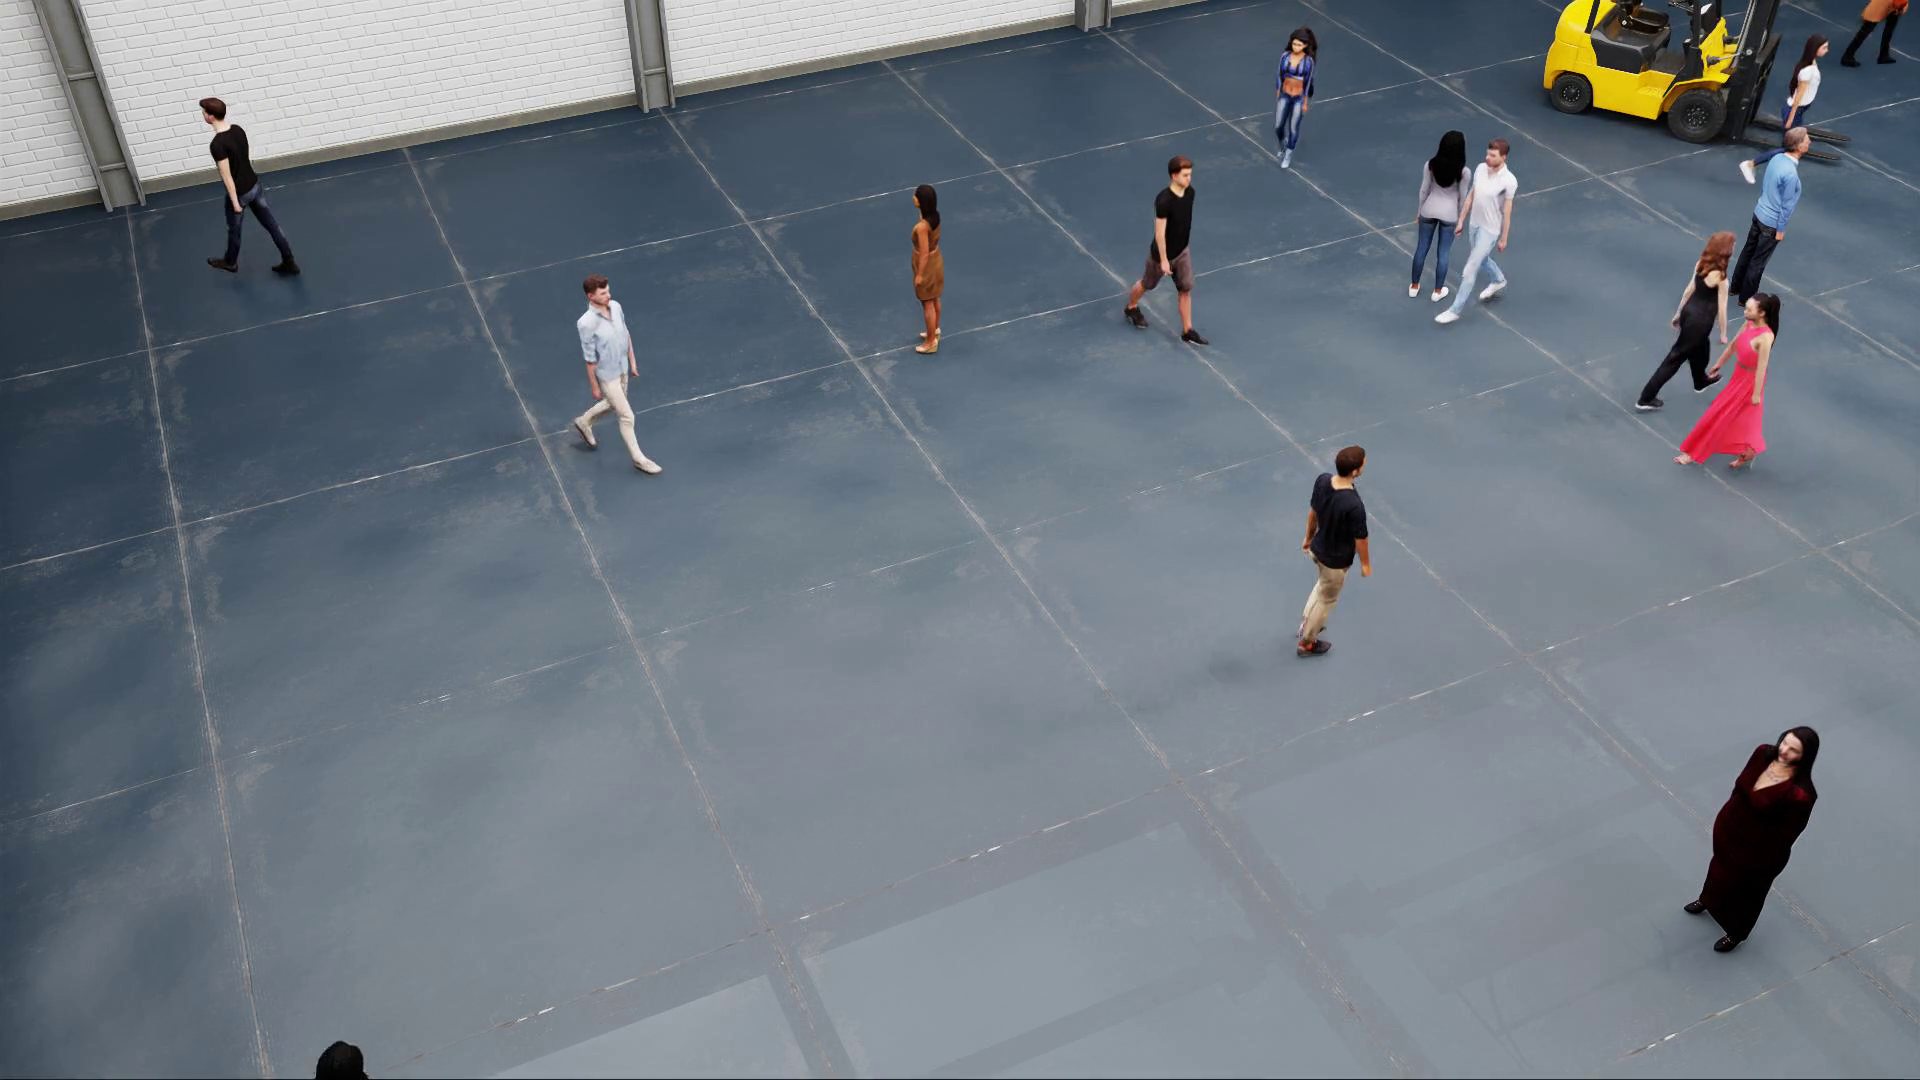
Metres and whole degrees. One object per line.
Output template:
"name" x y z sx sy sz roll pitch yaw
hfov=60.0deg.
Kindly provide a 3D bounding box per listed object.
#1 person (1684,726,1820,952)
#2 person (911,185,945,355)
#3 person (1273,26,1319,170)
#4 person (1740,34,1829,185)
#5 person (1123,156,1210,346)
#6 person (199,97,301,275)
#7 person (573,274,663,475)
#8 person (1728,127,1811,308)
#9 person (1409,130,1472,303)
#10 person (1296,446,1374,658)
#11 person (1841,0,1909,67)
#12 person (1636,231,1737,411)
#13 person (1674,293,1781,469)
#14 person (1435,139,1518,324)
"person" 4.761 1.756 9.938 0.656 1.759 0.704 -9 39 -11
"person" -0.296 -2.501 15.325 0.681 1.690 0.645 8 39 10
"person" 3.713 -4.903 18.395 0.743 1.611 0.789 18 42 22
"person" 8.858 -4.577 17.866 0.894 1.761 0.851 17 42 20
"person" 1.874 -2.727 15.499 1.214 1.826 0.926 -28 46 -30
"person" -6.957 -3.421 16.343 1.224 1.855 1.108 10 40 12
"person" -2.975 -1.410 13.855 1.166 1.818 1.169 17 42 20
"person" 7.798 -3.118 15.990 0.723 1.823 0.738 0 39 0
"person" 4.629 -3.128 16.074 0.684 1.735 0.711 19 42 22
"person" 2.590 0.130 11.911 0.600 1.837 0.641 -15 41 -18
"person" 11.325 -6.656 20.522 1.081 1.696 0.998 8 39 10
"person" 6.334 -1.865 14.525 1.168 1.692 0.755 -8 39 -10
"person" 6.603 -1.284 13.803 1.056 1.687 0.907 6 39 7
"person" 5.059 -2.964 15.810 1.202 1.807 0.688 -18 42 -21
